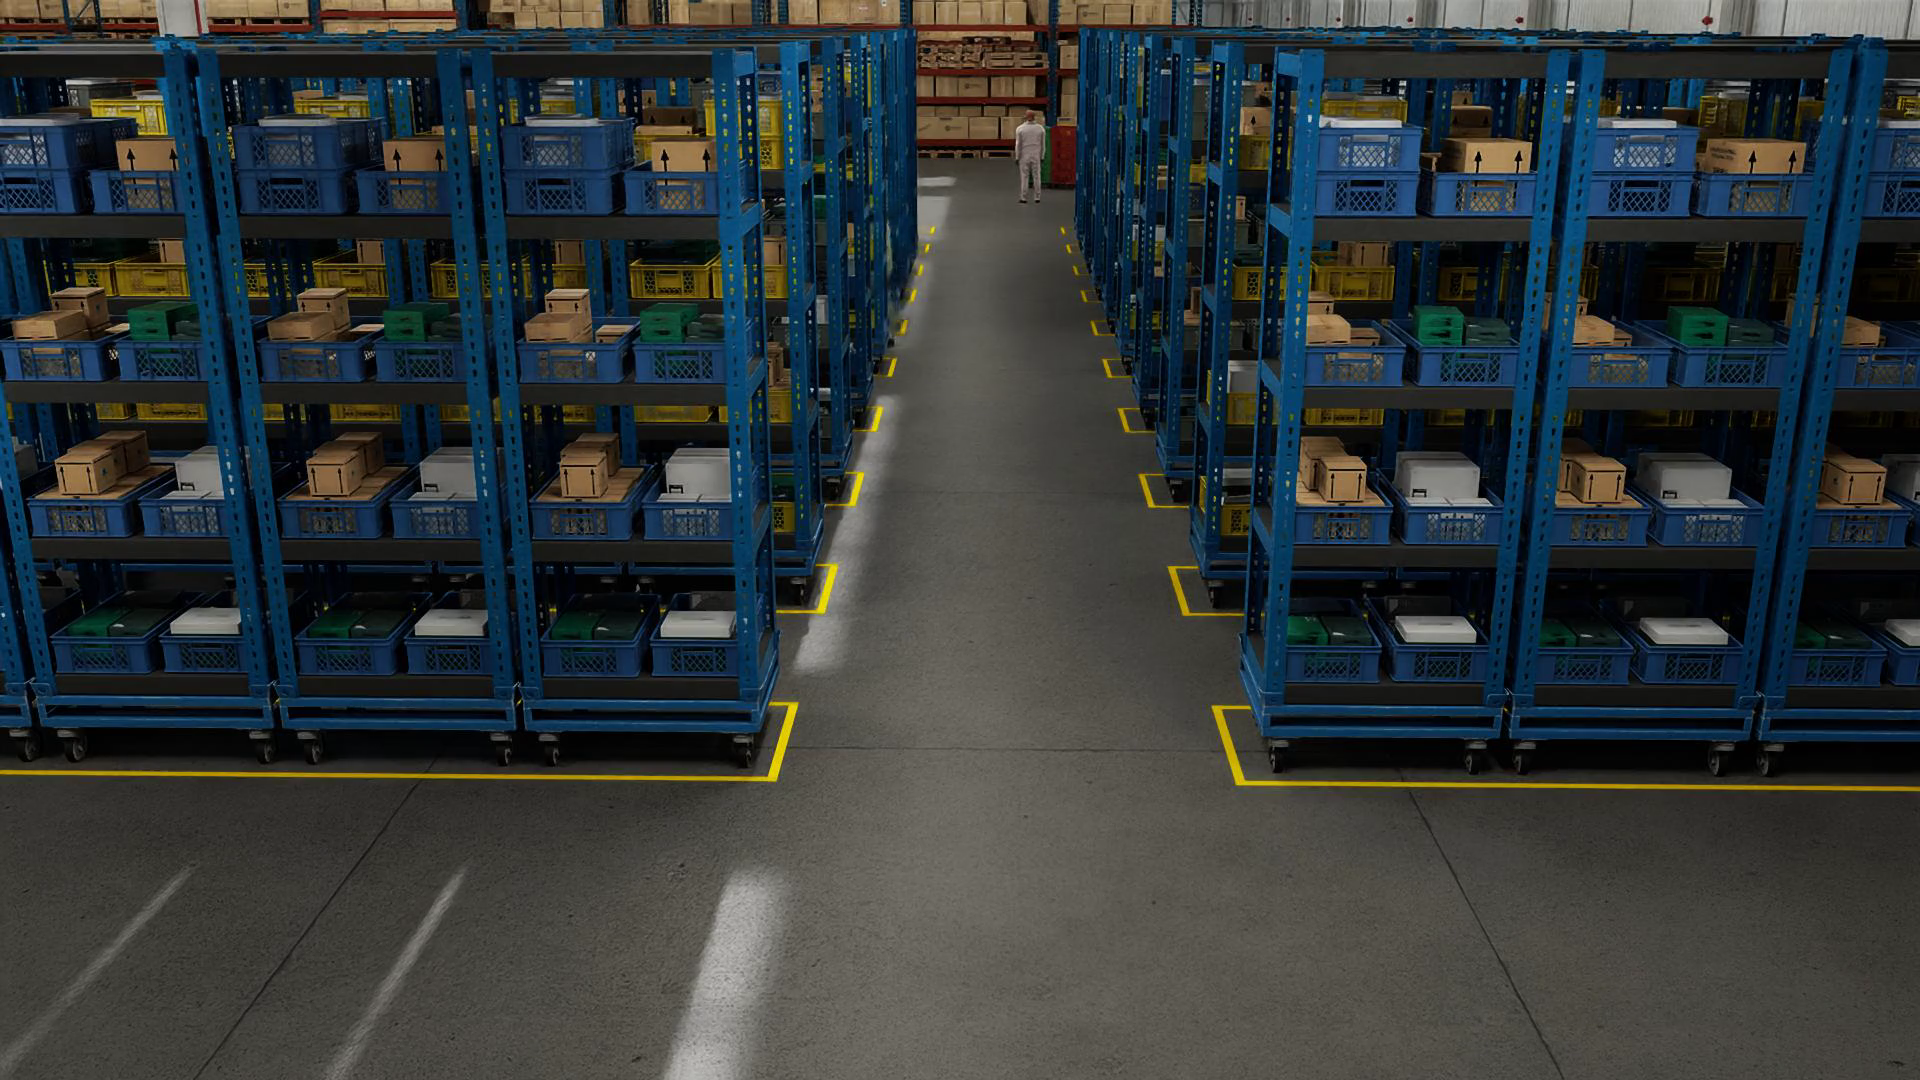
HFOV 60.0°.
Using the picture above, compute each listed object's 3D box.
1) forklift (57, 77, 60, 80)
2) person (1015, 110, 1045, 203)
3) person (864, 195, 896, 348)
[{"bbox_3d":[-24.376,-11.536,44.404,1.129,2.768,1.873,-6,19,-20],"label":"forklift"},{"bbox_3d":[1.449,-8.001,34.736,0.643,1.910,0.399,-4,18,-12],"label":"person"},{"bbox_3d":[-0.988,-3.141,19.411,0.499,1.801,0.711,-9,20,-27],"label":"person"}]
